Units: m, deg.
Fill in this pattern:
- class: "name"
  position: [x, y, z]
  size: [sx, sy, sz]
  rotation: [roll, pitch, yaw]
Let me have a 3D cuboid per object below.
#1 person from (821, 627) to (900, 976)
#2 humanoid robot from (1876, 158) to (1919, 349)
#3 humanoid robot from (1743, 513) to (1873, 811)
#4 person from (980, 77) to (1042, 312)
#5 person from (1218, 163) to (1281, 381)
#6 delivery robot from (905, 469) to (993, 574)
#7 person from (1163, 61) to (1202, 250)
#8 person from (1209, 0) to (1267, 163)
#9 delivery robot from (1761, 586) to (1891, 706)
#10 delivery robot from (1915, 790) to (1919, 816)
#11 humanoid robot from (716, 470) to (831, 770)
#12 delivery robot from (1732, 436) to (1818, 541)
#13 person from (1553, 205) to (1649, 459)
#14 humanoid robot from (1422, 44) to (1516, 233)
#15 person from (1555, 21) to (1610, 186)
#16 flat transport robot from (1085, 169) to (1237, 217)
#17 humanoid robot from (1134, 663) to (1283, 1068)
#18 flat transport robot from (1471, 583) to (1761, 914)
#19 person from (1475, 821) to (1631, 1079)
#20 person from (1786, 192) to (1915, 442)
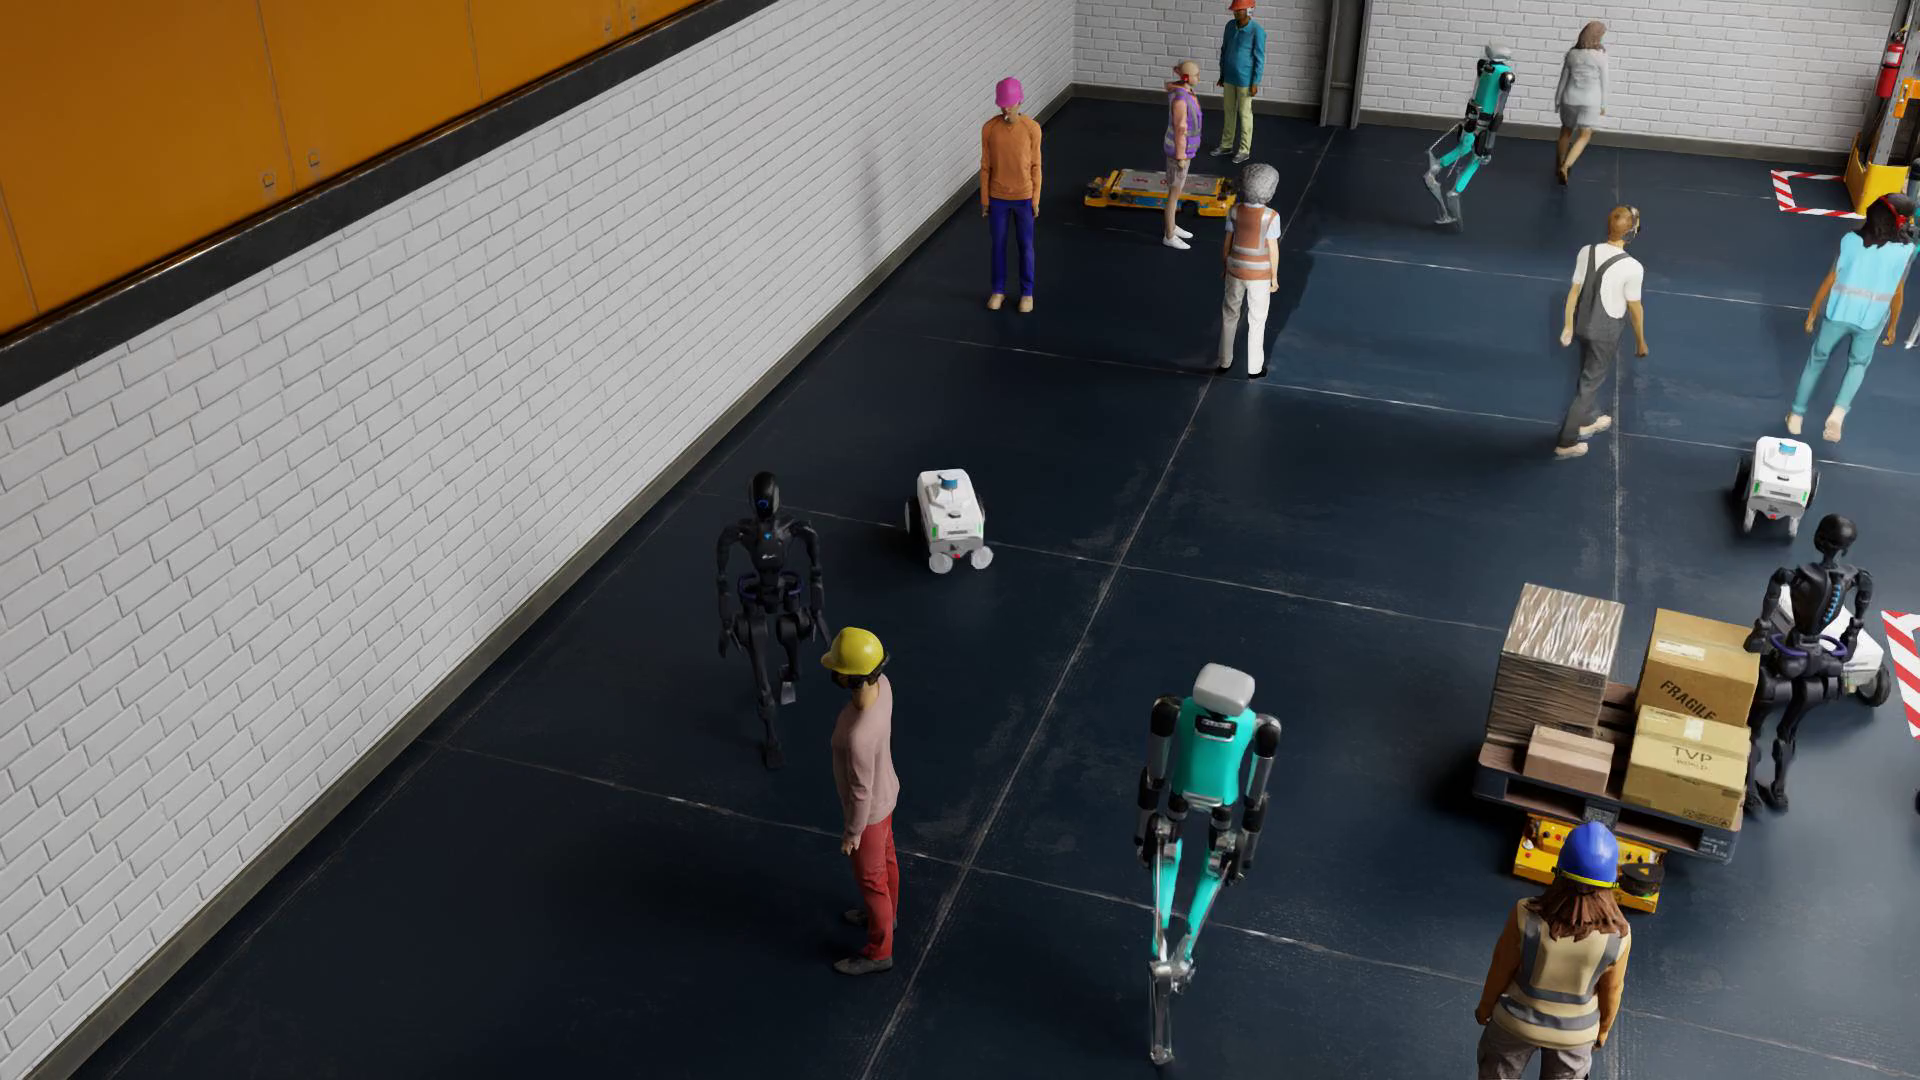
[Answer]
- class: "person"
  position: [-0.422, 1.131, 7.224]
  size: [0.307, 1.768, 0.524]
  rotation: [3, 31, 5]
- class: "humanoid robot"
  position: [7.691, -2.342, 13.170]
  size: [0.530, 1.778, 0.697]
  rotation: [22, 37, 33]
- class: "humanoid robot"
  position: [4.090, 0.620, 8.189]
  size: [0.611, 1.651, 0.337]
  rotation: [-3, 31, -4]
- class: "person"
  position: [0.415, -2.863, 13.822]
  size: [0.515, 1.973, 0.401]
  rotation: [5, 31, 8]
- class: "person"
  position: [2.210, -2.040, 12.690]
  size: [0.453, 1.688, 0.299]
  rotation: [16, 34, 25]
- class: "delivery robot"
  position: [-0.066, -0.157, 10.629]
  size: [0.509, 0.613, 0.785]
  rotation: [-4, 31, -7]
- class: "person"
  position: [2.019, -3.529, 15.222]
  size: [0.349, 1.694, 0.476]
  rotation: [6, 31, 11]
- class: "person"
  position: [2.906, -4.849, 17.408]
  size: [0.340, 1.749, 0.571]
  rotation: [-21, 36, -31]
- class: "delivery robot"
  position: [4.848, 0.591, 9.351]
  size: [0.499, 0.608, 0.797]
  rotation: [-2, 31, -3]
- class: "delivery robot"
  position: [5.194, 1.274, 8.195]
  size: [0.499, 0.614, 0.791]
  rotation: [-18, 35, -28]
- class: "humanoid robot"
  position: [-0.990, 0.348, 8.698]
  size: [0.589, 1.647, 0.743]
  rotation: [-6, 31, -10]
- class: "delivery robot"
  position: [5.409, -0.387, 10.987]
  size: [0.499, 0.580, 0.756]
  rotation: [13, 33, 21]
- class: "person"
  position: [4.531, -1.444, 11.551]
  size: [0.731, 1.819, 0.526]
  rotation: [-14, 33, -22]
- class: "humanoid robot"
  position: [4.633, -3.651, 15.454]
  size: [0.748, 1.849, 0.554]
  rotation: [-7, 31, -12]
- class: "person"
  position: [6.225, -4.389, 16.734]
  size: [0.507, 1.635, 0.736]
  rotation: [21, 37, 32]
- class: "flat transport robot"
  position: [2.000, -3.440, 16.477]
  size: [1.431, 0.231, 0.659]
  rotation: [7, 31, 13]
- class: "humanoid robot"
  position: [0.946, 1.441, 6.790]
  size: [0.576, 1.817, 0.820]
  rotation: [7, 31, 11]
- class: "flat transport robot"
  position: [3.261, 1.291, 8.429]
  size: [0.659, 0.231, 1.431]
  rotation: [13, 33, 22]
- class: "person"
  position: [2.157, 1.765, 6.143]
  size: [0.472, 1.771, 0.324]
  rotation: [7, 31, 12]
- class: "person"
  position: [6.250, -1.530, 11.670]
  size: [0.604, 1.850, 0.539]
  rotation: [18, 35, 27]
